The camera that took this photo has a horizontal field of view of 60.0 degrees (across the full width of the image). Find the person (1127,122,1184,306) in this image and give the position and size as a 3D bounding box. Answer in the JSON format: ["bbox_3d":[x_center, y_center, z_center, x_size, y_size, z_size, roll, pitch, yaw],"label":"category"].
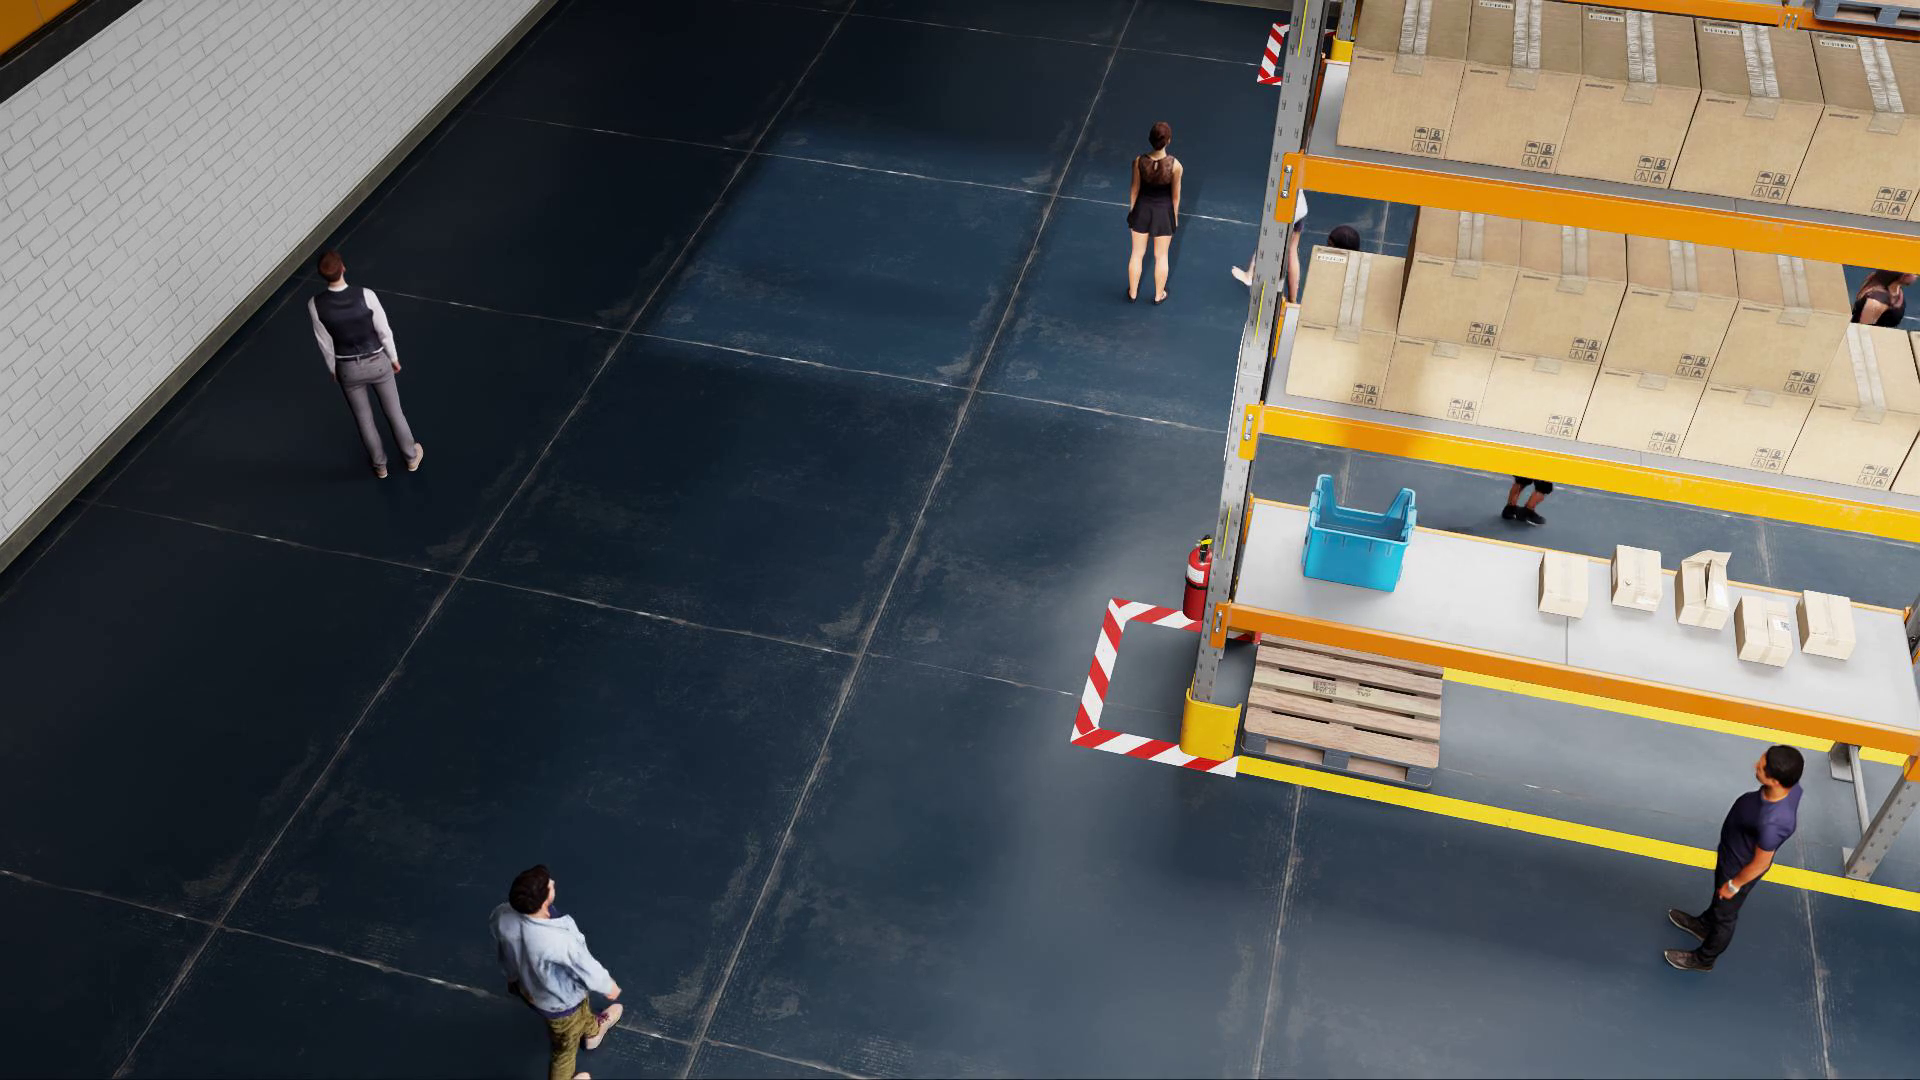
[{"bbox_3d":[1.588,-2.690,13.702,0.489,1.675,0.635,9,44,9],"label":"person"}]

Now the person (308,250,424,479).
[{"bbox_3d":[-4.316,-1.271,12.022,0.689,1.937,0.806,-11,45,-11],"label":"person"}]

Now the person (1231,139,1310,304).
[{"bbox_3d":[2.732,-2.606,13.615,0.960,1.672,1.064,-29,51,-27],"label":"person"}]

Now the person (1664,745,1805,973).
[{"bbox_3d":[4.241,1.723,8.990,0.573,1.784,0.680,17,46,17],"label":"person"}]

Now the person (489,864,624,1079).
[{"bbox_3d":[-2.099,2.325,8.356,0.977,1.787,0.955,30,51,27],"label":"person"}]
